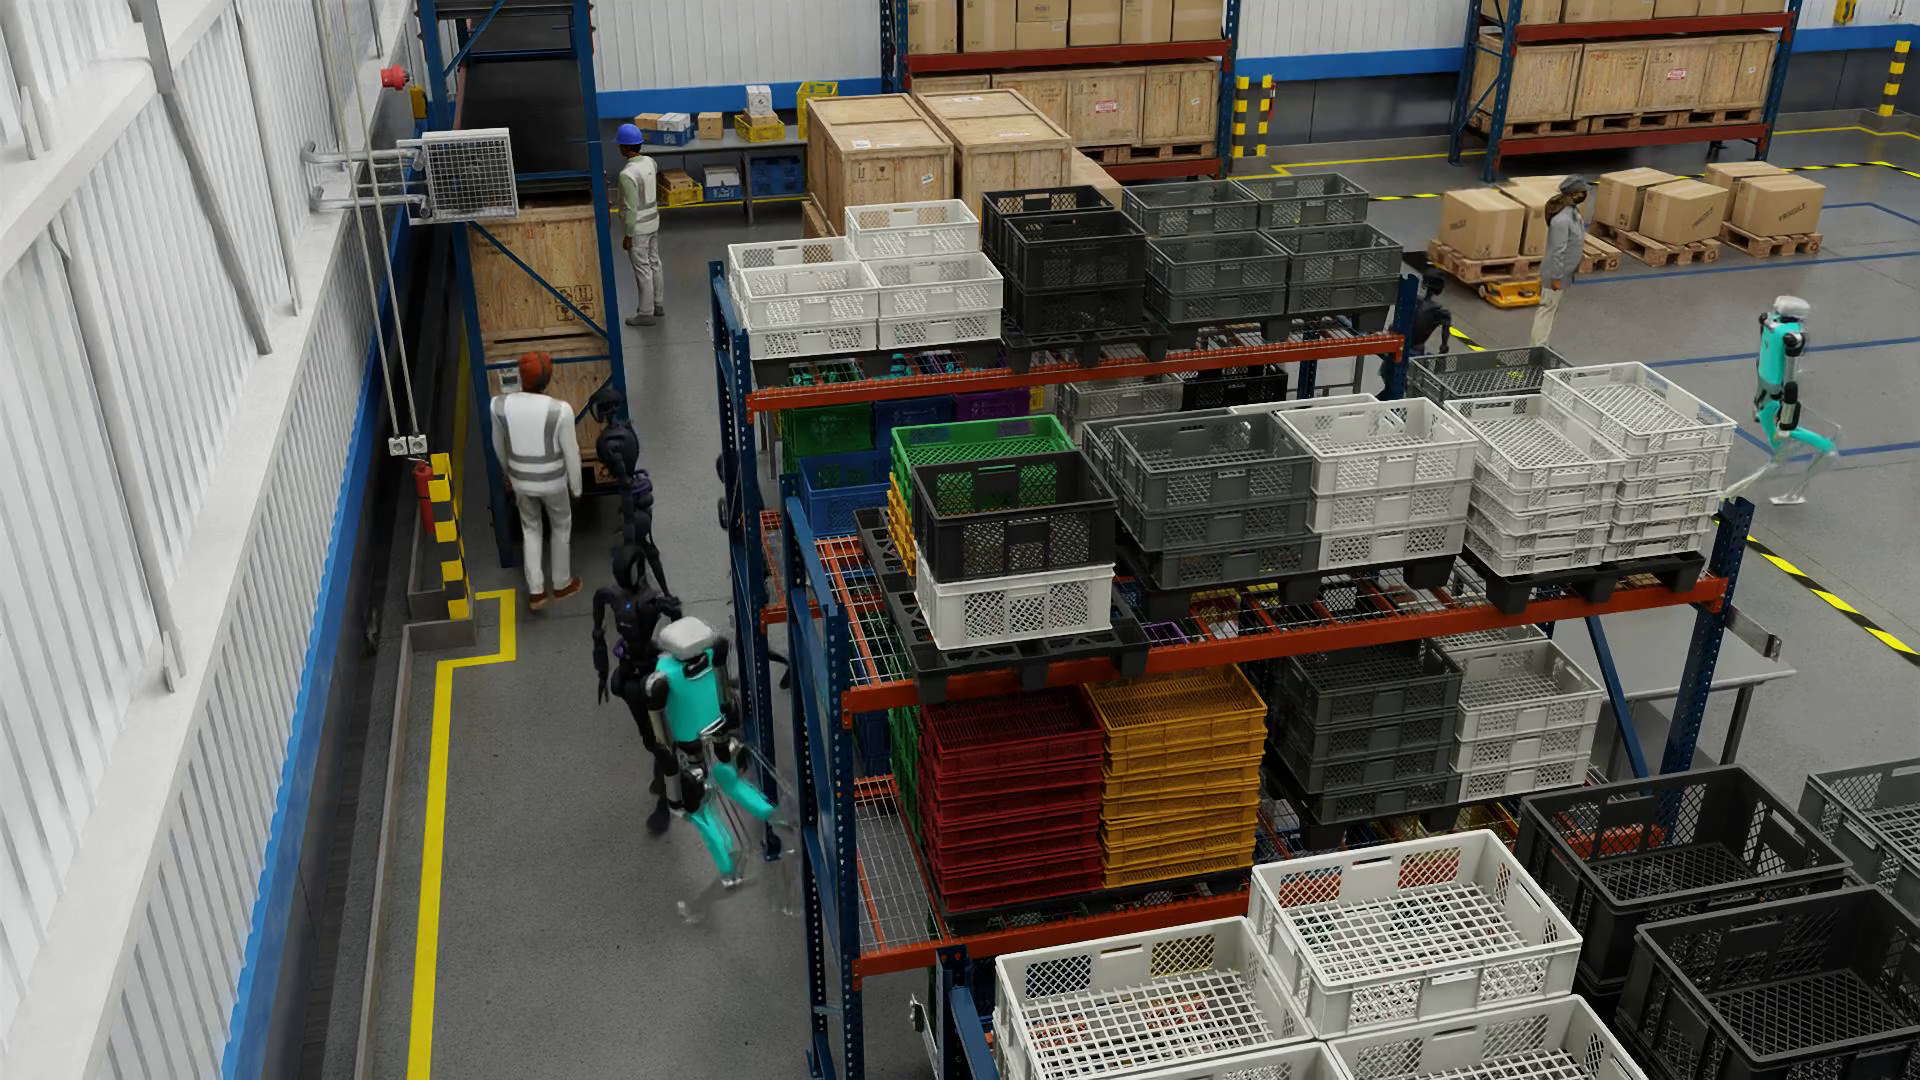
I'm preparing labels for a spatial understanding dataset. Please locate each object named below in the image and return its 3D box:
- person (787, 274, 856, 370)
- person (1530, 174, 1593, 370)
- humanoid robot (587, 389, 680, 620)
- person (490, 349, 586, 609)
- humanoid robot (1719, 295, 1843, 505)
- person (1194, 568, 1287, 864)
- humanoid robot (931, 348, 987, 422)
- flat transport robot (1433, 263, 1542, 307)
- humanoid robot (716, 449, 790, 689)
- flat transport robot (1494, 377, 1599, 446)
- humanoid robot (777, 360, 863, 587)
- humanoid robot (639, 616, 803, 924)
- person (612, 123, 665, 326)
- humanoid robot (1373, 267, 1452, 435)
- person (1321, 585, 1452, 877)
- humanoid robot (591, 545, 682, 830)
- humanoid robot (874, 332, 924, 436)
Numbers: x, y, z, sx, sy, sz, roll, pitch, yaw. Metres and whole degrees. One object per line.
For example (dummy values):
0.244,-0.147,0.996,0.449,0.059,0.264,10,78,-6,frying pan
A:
-0.937,-0.943,11.936,0.613,2.040,0.389,21,34,34,person
5.406,-2.440,15.066,0.397,1.767,0.572,13,31,23,person
-2.143,-0.229,10.991,0.471,1.633,0.615,-6,28,-10,humanoid robot
-2.787,-0.404,11.098,0.592,1.880,0.416,2,28,5,person
6.152,-0.960,12.281,0.987,1.740,0.530,0,28,0,humanoid robot
1.487,0.929,8.606,0.589,1.833,0.404,3,28,5,person
0.115,-0.576,11.457,0.531,1.694,0.742,-12,30,-21,humanoid robot
5.549,-2.754,17.242,0.652,0.197,1.431,-6,28,-12,flat transport robot
-1.225,0.183,10.194,0.499,1.634,0.600,-6,28,-11,humanoid robot
4.780,-1.036,14.013,0.659,0.231,1.431,-6,28,-12,flat transport robot
-0.823,-0.421,11.204,0.549,1.751,0.678,-23,36,-37,humanoid robot
-1.081,1.238,8.168,0.816,1.784,0.582,18,33,31,humanoid robot
-3.081,-3.023,15.982,0.387,1.948,0.603,6,28,11,person
3.505,-1.339,13.078,0.494,1.636,0.612,-20,34,-33,humanoid robot
2.135,1.058,8.364,0.623,1.837,0.431,-1,28,-3,person
-1.741,0.771,9.086,0.607,1.634,0.658,6,28,12,humanoid robot
-0.608,-0.695,11.883,0.568,1.867,0.851,14,31,24,humanoid robot
